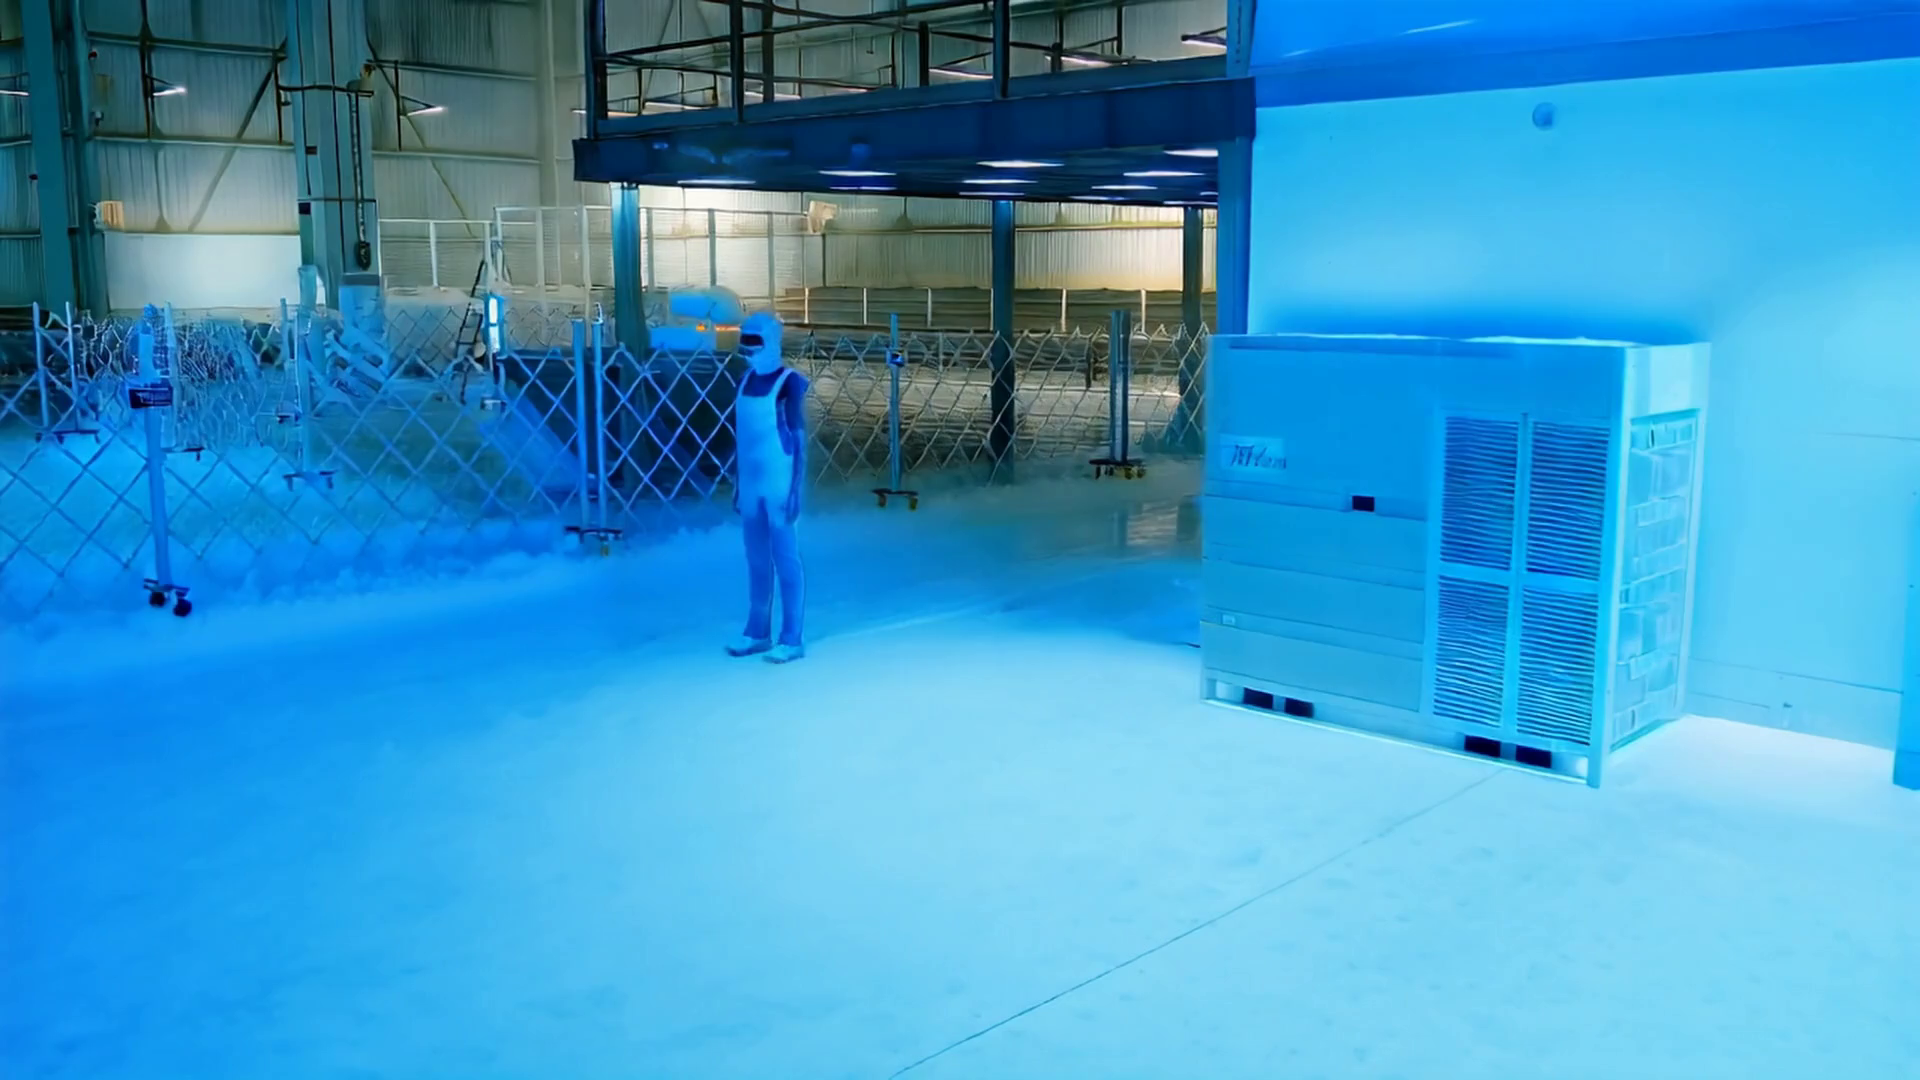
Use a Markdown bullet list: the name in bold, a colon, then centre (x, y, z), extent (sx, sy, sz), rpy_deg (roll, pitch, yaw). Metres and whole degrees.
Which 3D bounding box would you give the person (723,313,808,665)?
- **person**: centre (-1.016, -0.267, 8.768), extent (0.506, 1.841, 0.346), rpy_deg (8, 12, 40)
